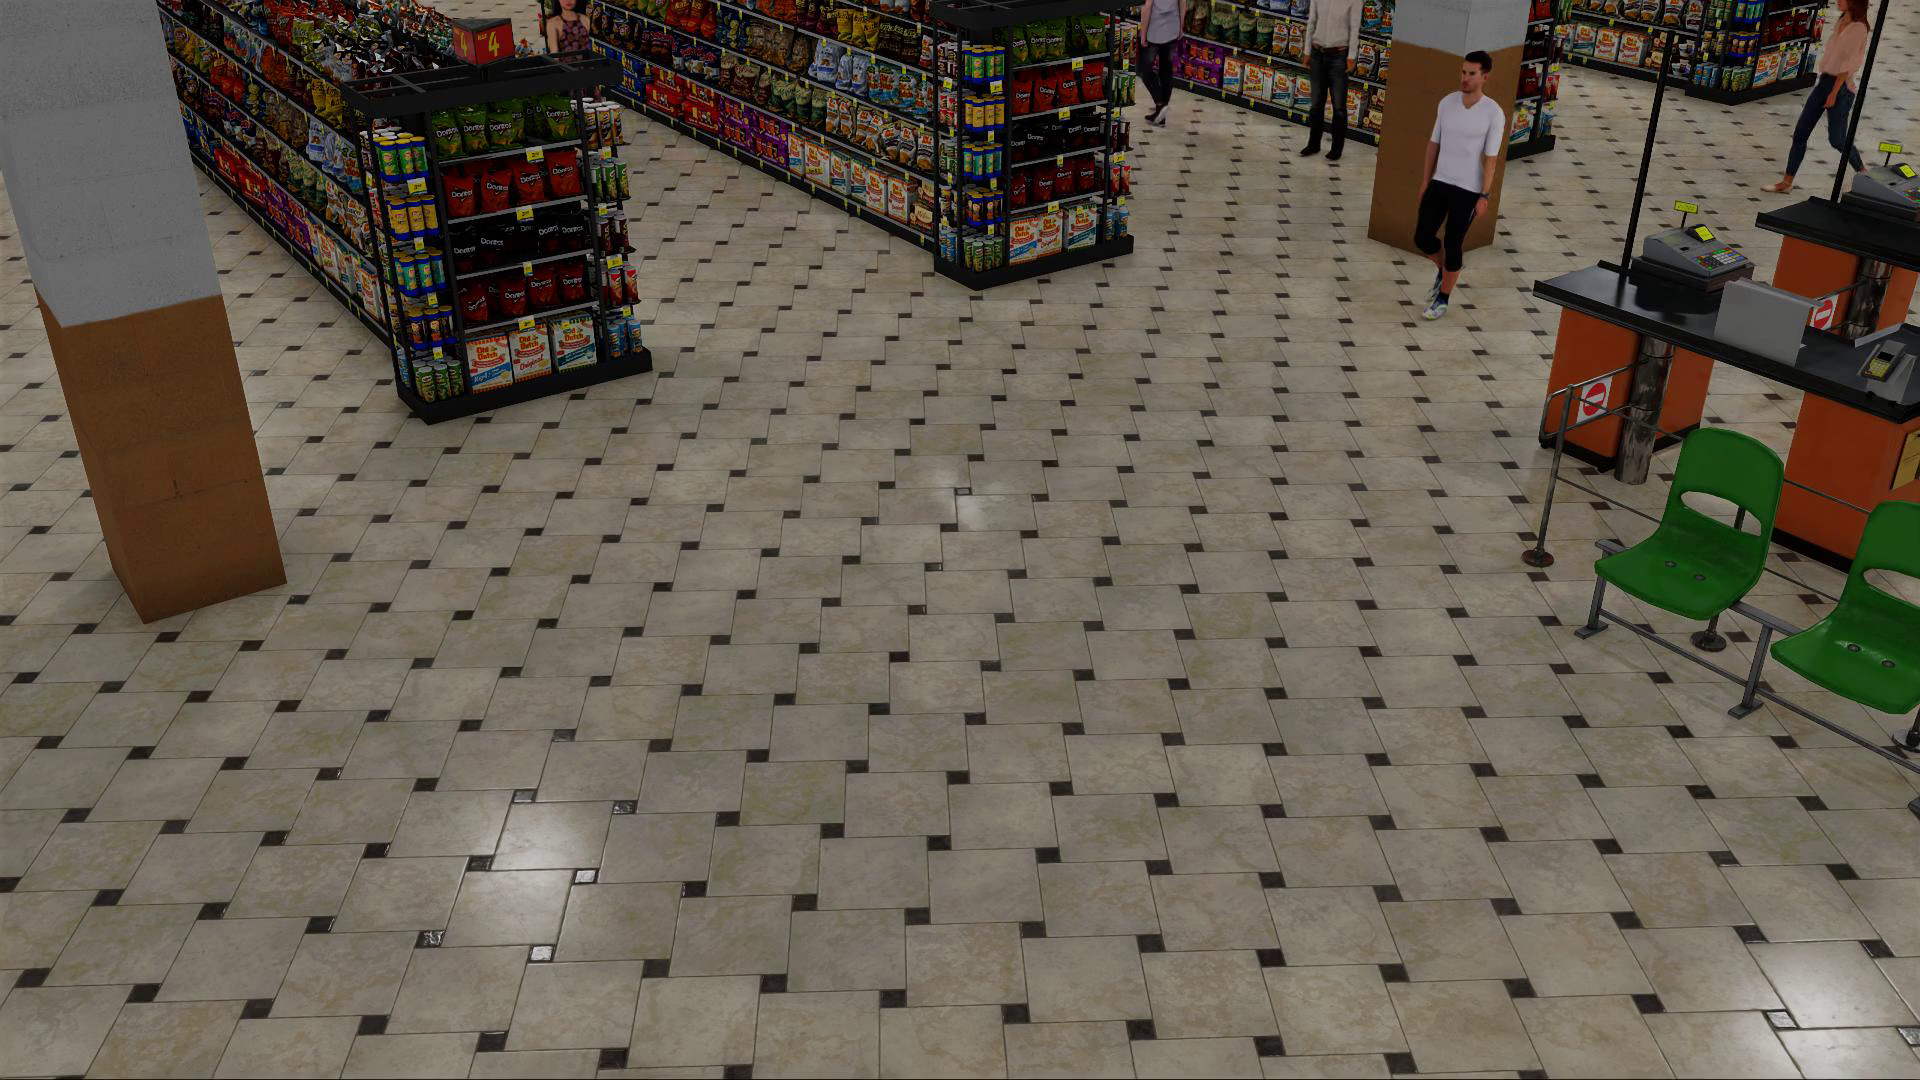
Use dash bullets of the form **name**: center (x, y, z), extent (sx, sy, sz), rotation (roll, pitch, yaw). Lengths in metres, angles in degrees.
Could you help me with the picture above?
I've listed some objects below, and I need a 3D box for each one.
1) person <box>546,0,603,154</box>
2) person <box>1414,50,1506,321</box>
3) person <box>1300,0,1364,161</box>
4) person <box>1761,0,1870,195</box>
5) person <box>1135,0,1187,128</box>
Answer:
- **person**: center (-3.261, -3.838, 14.115), extent (0.717, 1.773, 0.706), rotation (25, 38, 38)
- **person**: center (3.481, -2.467, 11.533), extent (0.757, 1.844, 0.814), rotation (26, 38, 38)
- **person**: center (3.366, -4.372, 15.063), extent (0.603, 1.804, 0.774), rotation (19, 34, 31)
- **person**: center (7.405, -3.726, 13.924), extent (1.030, 1.761, 1.115), rotation (-1, 29, -3)
- **person**: center (1.960, -4.831, 15.883), extent (0.748, 1.824, 0.904), rotation (-14, 31, -23)
